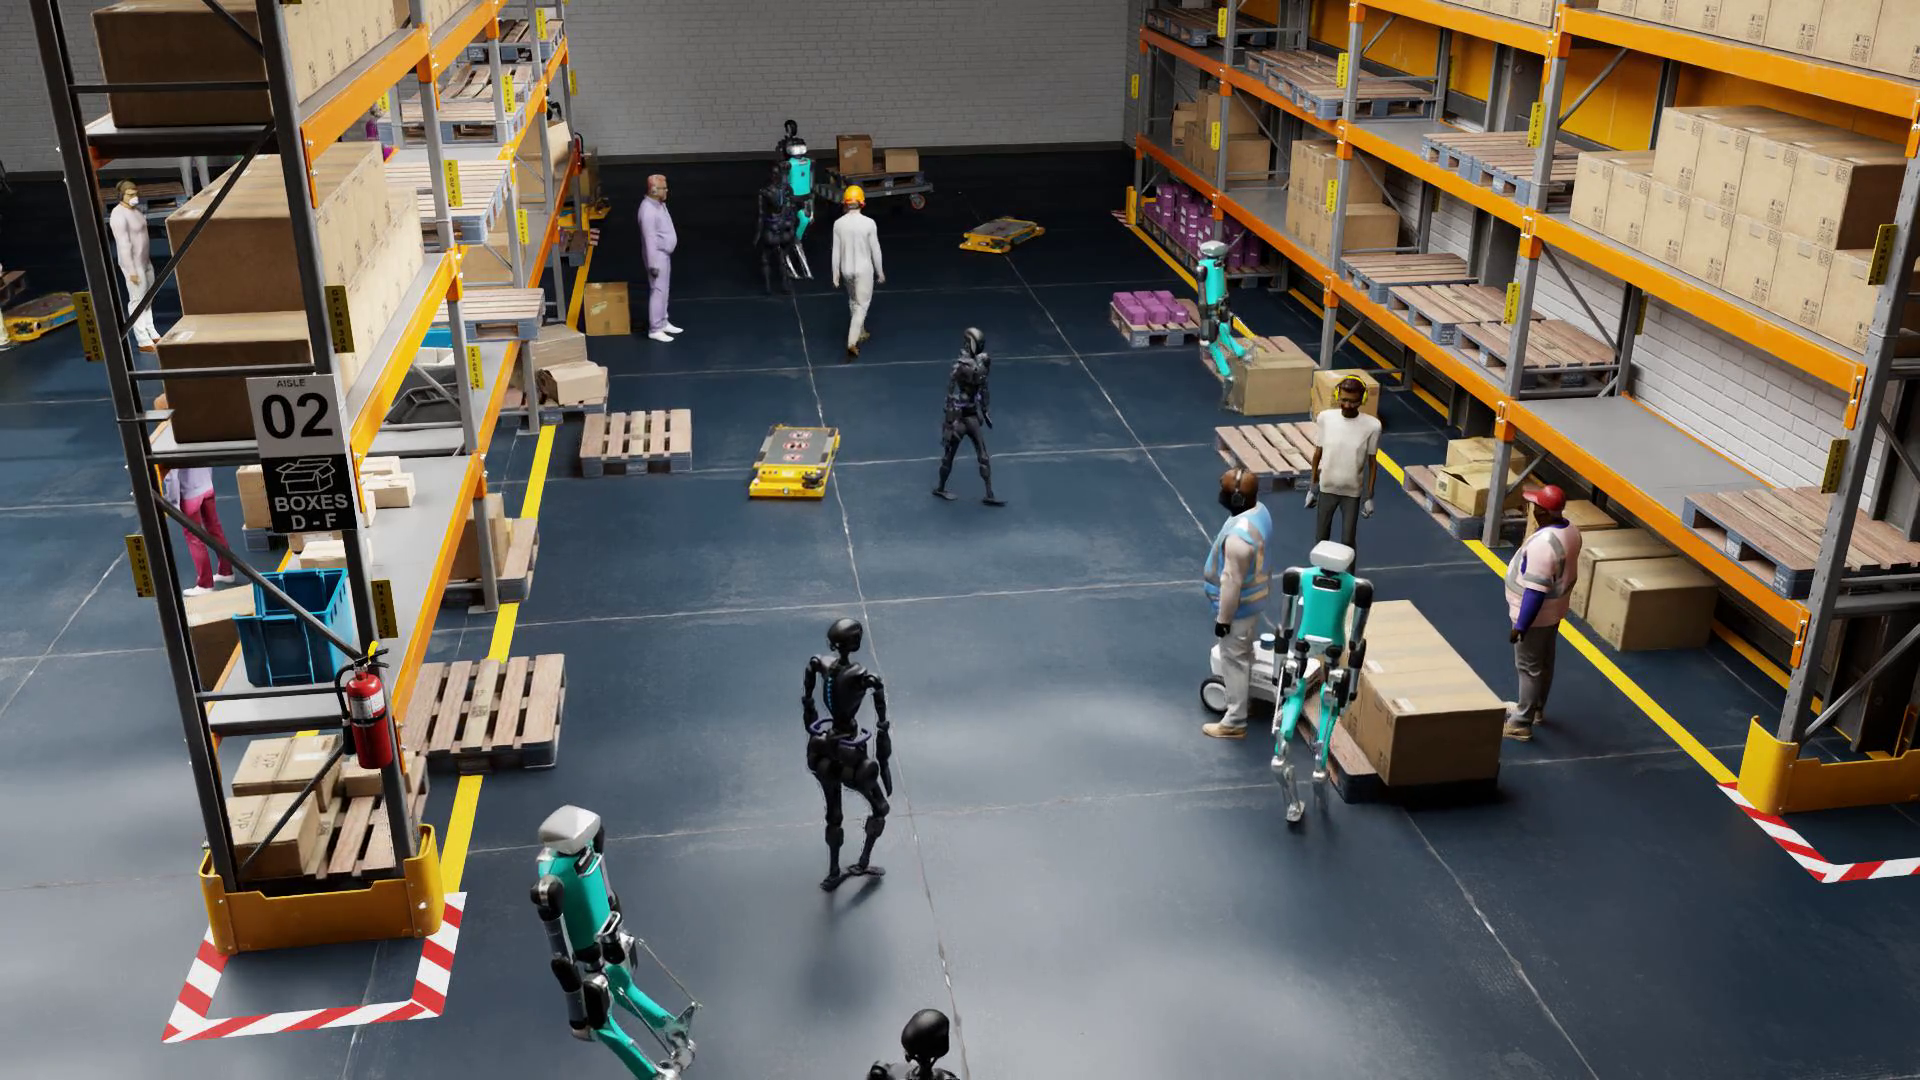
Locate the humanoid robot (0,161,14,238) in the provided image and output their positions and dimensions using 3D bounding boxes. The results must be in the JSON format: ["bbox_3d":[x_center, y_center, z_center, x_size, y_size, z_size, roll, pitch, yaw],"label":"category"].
[{"bbox_3d":[-13.688,-5.007,23.393,0.606,1.626,0.771,-14,27,-28],"label":"humanoid robot"}]

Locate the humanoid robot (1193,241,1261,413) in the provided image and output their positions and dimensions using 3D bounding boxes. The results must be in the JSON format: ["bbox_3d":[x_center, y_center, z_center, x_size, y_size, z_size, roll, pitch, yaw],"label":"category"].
[{"bbox_3d":[2.712,-2.023,16.566,0.793,1.836,0.555,16,29,33],"label":"humanoid robot"}]

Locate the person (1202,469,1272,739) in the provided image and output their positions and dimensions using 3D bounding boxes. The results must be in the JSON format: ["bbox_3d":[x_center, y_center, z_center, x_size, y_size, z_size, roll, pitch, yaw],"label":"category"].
[{"bbox_3d":[1.790,0.404,10.819,0.431,1.832,0.624,8,25,17],"label":"person"}]

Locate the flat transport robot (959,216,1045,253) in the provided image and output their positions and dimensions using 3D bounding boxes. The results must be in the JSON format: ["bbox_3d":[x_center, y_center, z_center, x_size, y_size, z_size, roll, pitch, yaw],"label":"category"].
[{"bbox_3d":[0.603,-4.305,23.485,0.659,0.231,1.431,12,26,25],"label":"flat transport robot"}]

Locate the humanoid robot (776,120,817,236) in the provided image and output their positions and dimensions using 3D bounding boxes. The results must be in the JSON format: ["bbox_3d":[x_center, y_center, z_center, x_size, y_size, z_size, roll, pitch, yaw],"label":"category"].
[{"bbox_3d":[-2.358,-5.127,23.609,0.511,1.642,0.599,21,31,39],"label":"humanoid robot"}]

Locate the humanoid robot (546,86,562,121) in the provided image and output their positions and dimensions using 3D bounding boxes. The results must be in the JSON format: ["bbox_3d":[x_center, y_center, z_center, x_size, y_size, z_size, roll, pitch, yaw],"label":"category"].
[{"bbox_3d":[-6.649,-6.496,26.787,0.601,1.639,0.762,4,24,9],"label":"humanoid robot"}]

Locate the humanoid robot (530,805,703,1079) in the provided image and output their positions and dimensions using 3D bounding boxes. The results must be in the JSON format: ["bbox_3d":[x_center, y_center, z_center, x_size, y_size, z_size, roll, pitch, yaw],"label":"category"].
[{"bbox_3d":[-1.374,2.034,7.326,0.838,1.867,0.552,5,24,11],"label":"humanoid robot"}]

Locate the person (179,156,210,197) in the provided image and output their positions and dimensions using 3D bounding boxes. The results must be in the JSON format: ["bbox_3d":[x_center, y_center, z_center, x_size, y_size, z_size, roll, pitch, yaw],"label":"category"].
[{"bbox_3d":[-11.813,-6.075,25.570,0.622,1.839,0.429,-17,29,-33],"label":"person"}]

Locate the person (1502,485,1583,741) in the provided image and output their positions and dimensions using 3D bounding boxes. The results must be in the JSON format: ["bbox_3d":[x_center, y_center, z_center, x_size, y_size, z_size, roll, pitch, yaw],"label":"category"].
[{"bbox_3d":[3.719,0.465,10.773,0.419,1.755,0.613,18,29,35],"label":"person"}]

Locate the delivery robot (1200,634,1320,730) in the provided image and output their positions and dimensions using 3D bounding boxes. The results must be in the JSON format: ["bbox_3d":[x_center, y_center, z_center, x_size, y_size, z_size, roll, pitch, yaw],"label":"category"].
[{"bbox_3d":[2.022,0.923,11.240,0.783,0.612,0.520,15,28,31],"label":"delivery robot"}]

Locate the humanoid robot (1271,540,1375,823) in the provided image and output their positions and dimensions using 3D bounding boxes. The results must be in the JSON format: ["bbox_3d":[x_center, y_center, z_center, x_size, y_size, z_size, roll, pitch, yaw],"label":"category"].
[{"bbox_3d":[2.047,0.964,9.741,0.545,1.844,0.725,9,25,20],"label":"humanoid robot"}]

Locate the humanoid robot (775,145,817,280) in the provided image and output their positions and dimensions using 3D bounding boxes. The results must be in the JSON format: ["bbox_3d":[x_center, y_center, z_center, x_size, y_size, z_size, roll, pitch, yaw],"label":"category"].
[{"bbox_3d":[-2.191,-4.218,21.475,0.537,1.808,0.665,-19,30,-37],"label":"humanoid robot"}]

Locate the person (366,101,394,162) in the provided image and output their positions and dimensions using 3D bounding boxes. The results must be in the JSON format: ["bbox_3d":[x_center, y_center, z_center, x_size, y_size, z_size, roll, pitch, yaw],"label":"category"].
[{"bbox_3d":[-8.450,-5.605,24.511,0.616,1.827,0.516,16,28,32],"label":"person"}]

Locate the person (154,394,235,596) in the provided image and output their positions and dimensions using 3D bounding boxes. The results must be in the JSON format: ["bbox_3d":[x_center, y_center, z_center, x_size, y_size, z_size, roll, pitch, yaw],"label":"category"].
[{"bbox_3d":[-5.906,-0.349,12.784,0.287,1.628,0.500,5,24,11],"label":"person"}]

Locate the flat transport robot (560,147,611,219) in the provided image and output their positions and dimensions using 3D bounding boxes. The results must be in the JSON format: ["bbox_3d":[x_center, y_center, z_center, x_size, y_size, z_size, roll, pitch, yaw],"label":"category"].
[{"bbox_3d":[-6.021,-4.978,25.020,1.431,0.231,0.659,-1,24,-2],"label":"flat transport robot"}]

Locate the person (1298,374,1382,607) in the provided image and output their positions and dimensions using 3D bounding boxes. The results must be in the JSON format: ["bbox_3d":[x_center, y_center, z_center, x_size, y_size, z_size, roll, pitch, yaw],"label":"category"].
[{"bbox_3d":[2.859,-0.348,12.490,0.512,1.864,0.325,9,25,20],"label":"person"}]

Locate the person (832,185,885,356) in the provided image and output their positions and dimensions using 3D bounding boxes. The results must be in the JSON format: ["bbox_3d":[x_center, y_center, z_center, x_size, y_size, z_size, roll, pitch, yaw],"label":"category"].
[{"bbox_3d":[-1.170,-3.011,18.563,0.553,1.863,0.920,8,25,19],"label":"person"}]

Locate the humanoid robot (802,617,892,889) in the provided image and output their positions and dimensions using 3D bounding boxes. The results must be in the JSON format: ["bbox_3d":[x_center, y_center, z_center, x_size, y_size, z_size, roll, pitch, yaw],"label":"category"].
[{"bbox_3d":[-0.648,1.178,9.243,0.590,1.652,0.387,14,27,28],"label":"humanoid robot"}]

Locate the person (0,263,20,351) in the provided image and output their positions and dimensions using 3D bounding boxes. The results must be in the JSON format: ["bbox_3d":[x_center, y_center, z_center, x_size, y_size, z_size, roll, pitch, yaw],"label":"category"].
[{"bbox_3d":[-11.003,-2.989,18.640,0.573,1.749,0.336,0,24,0],"label":"person"}]

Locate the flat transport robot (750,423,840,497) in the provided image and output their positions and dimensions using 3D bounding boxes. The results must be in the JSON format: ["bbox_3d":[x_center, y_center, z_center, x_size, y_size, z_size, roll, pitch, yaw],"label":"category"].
[{"bbox_3d":[-1.511,-0.741,15.367,0.659,0.231,1.431,1,24,2],"label":"flat transport robot"}]

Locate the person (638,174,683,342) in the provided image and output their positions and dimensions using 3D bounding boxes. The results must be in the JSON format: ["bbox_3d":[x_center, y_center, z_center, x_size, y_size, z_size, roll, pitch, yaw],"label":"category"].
[{"bbox_3d":[-3.422,-3.227,19.008,0.403,1.901,0.650,1,24,2],"label":"person"}]

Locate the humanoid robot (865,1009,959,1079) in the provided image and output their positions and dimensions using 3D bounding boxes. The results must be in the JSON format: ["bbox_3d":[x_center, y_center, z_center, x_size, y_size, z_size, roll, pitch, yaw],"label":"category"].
[{"bbox_3d":[-0.116,2.474,6.289,0.584,1.644,0.369,9,25,20],"label":"humanoid robot"}]

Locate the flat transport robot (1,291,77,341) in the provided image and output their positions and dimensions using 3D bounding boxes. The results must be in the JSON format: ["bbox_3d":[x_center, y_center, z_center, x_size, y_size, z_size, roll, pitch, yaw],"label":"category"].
[{"bbox_3d":[-10.872,-2.658,19.735,0.659,0.231,1.431,4,24,10],"label":"flat transport robot"}]

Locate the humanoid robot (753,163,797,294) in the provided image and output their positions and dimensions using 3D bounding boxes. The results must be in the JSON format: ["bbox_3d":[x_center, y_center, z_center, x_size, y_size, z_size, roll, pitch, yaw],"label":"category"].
[{"bbox_3d":[-2.291,-3.878,20.749,0.600,1.648,0.356,-18,30,-36],"label":"humanoid robot"}]

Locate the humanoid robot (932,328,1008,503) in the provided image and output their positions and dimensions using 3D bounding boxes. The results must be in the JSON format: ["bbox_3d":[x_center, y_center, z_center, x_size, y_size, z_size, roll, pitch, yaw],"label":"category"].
[{"bbox_3d":[0.061,-1.072,14.410,0.722,1.617,0.609,18,29,35],"label":"humanoid robot"}]

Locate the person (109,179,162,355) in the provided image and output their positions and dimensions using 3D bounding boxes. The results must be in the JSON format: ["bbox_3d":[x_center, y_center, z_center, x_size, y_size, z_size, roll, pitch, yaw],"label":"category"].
[{"bbox_3d":[-9.164,-3.050,18.557,0.376,1.936,0.627,-3,24,-6],"label":"person"}]
